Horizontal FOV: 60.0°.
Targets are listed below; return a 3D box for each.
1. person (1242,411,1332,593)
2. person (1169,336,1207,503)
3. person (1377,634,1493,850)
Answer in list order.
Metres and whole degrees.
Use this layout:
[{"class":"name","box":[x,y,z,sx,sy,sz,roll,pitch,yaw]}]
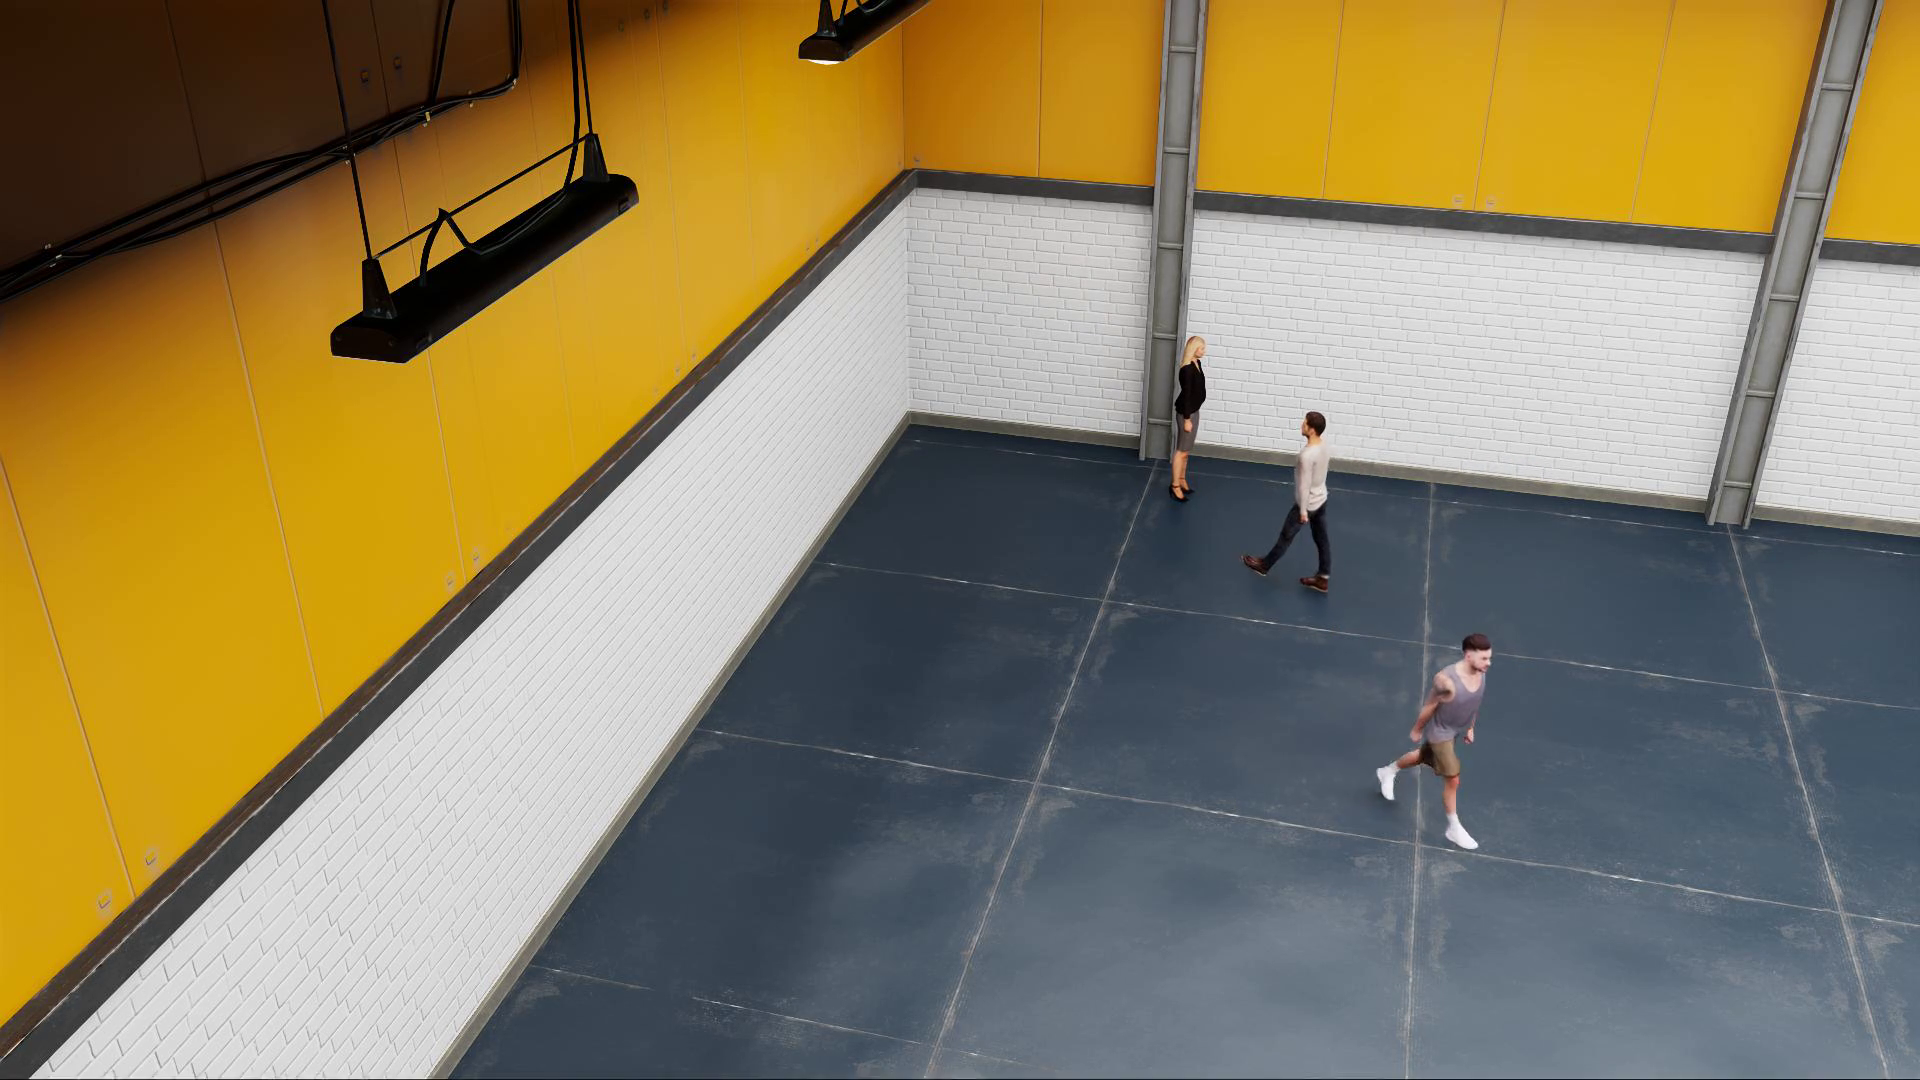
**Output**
[{"class":"person","box":[3.397,-0.324,15.745,1.183,1.832,0.919,20,34,32]},{"class":"person","box":[2.387,-1.280,17.486,0.556,1.843,0.609,10,30,17]},{"class":"person","box":[3.573,1.408,12.587,1.162,1.779,1.309,-18,33,-29]}]
